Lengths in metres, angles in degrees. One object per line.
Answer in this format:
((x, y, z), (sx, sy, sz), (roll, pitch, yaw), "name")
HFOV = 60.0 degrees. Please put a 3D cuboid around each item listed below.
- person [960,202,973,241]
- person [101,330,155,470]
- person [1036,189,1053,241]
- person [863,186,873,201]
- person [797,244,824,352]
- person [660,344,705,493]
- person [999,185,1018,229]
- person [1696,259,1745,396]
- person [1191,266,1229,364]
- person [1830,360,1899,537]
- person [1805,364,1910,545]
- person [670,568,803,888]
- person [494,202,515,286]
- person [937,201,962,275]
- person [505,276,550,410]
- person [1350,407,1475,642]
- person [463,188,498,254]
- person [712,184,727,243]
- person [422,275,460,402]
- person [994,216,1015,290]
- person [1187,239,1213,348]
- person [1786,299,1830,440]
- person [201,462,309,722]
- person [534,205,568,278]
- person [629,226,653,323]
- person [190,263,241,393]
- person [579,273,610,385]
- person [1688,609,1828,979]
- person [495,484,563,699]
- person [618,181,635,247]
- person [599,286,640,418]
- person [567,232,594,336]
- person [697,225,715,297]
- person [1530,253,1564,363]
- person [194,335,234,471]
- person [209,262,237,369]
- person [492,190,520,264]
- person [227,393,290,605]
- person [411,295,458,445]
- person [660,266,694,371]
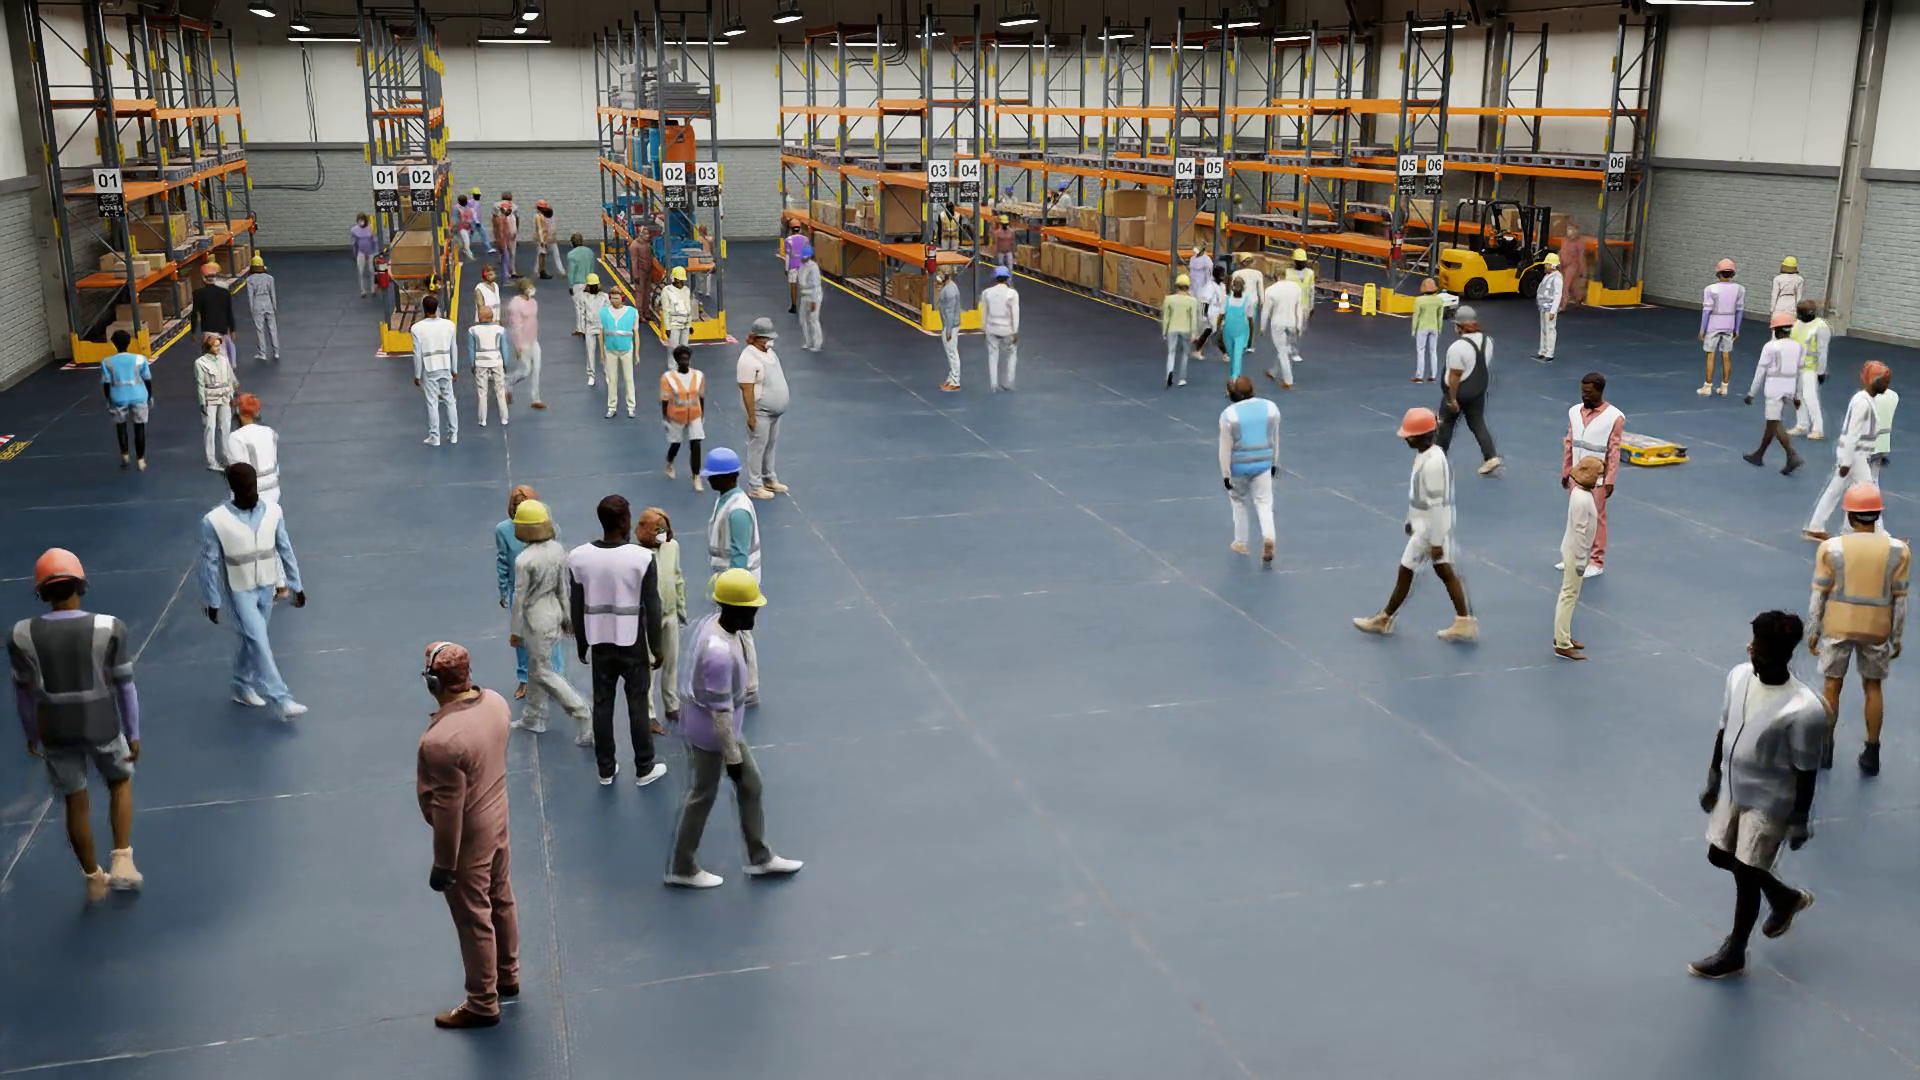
((0.094, -9.731, 49.840), (0.801, 1.885, 0.576), (-8, 17, -27), "person")
((-9.967, -1.688, 19.966), (0.545, 1.677, 0.557), (-7, 16, -23), "person")
((2.715, -10.089, 51.724), (0.777, 1.597, 0.527), (-11, 19, -36), "person")
((-2.716, -9.531, 49.174), (0.366, 1.853, 0.491), (-10, 18, -33), "person")
((-2.625, -4.222, 29.084), (0.564, 1.900, 0.630), (-10, 18, -34), "person")
((-3.170, -1.412, 18.961), (0.538, 1.677, 0.722), (-7, 17, -26), "person")
((1.448, -9.356, 48.428), (0.653, 1.889, 0.991), (-8, 17, -27), "person")
((11.340, -3.168, 24.855), (0.615, 2.039, 0.386), (-1, 15, -3), "person")
((4.286, -3.796, 27.980), (0.886, 1.645, 0.605), (10, 18, 33), "person")
((9.022, -0.865, 16.564), (0.566, 1.846, 0.389), (-6, 16, -22), "person")
((8.929, -0.819, 16.407), (0.939, 1.833, 0.579), (8, 17, 27), "person")
((-1.257, 1.061, 9.236), (0.860, 1.880, 0.600), (0, 15, -1), "person")
((-10.834, -7.025, 39.547), (0.453, 1.971, 0.665), (-3, 15, -12), "person")
((-0.254, -7.617, 41.981), (0.633, 1.842, 0.429), (-1, 15, -5), "person")
((-6.252, -2.795, 23.708), (0.652, 1.919, 0.640), (5, 16, 18), "person")
((3.768, -0.116, 13.521), (1.019, 1.972, 0.708), (4, 15, 16), "person")
((-13.818, -9.113, 47.557), (1.007, 1.872, 0.594), (3, 15, 11), "person")
((-7.426, -10.050, 51.170), (0.403, 1.825, 0.586), (-10, 18, -32), "person")
((-7.667, -2.969, 24.481), (0.428, 1.854, 0.508), (-4, 15, -16), "person")
((1.043, -6.600, 38.357), (0.545, 1.723, 0.861), (-3, 15, -12), "person")
((4.252, -4.401, 29.692), (0.364, 1.939, 0.636), (-7, 16, -25), "person")
((11.125, -2.249, 21.863), (0.432, 1.808, 0.732), (-2, 15, -8), "person")
((-5.010, 0.362, 11.900), (0.987, 1.863, 0.618), (9, 18, 32), "person")
((-10.213, -7.384, 41.229), (1.004, 1.786, 0.635), (7, 16, 25), "person")
((-6.294, -5.279, 33.091), (0.400, 1.892, 0.659), (5, 16, 19), "person")
((-11.220, -3.186, 25.105), (0.982, 1.958, 0.615), (8, 17, 28), "person")
((-5.646, -3.269, 25.825), (0.485, 1.736, 0.322), (-4, 15, -14), "person")
((4.065, 1.263, 8.357), (0.659, 1.950, 0.620), (-3, 15, -13), "person")
((-3.164, 0.382, 12.296), (0.500, 1.628, 0.279), (1, 15, 3), "person")
((-9.936, -9.738, 49.702), (0.644, 1.968, 0.530), (-14, 20, -43), "person")
((-4.738, -2.617, 23.175), (0.563, 1.838, 0.389), (0, 15, -2), "person")
((-7.092, -4.783, 31.152), (0.364, 1.933, 0.630), (10, 18, 34), "person")
((-5.775, -6.302, 37.509), (0.532, 1.586, 0.882), (-5, 16, -17), "person")
((9.923, -3.915, 28.066), (0.404, 1.832, 0.597), (0, 15, 0), "person")
((-8.904, -1.644, 19.912), (0.313, 1.634, 0.514), (6, 16, 22), "person")
((-12.109, -3.647, 27.181), (0.305, 1.772, 0.525), (3, 15, 13), "person")
((-12.082, -8.354, 44.373), (0.741, 2.000, 0.670), (-1, 15, -3), "person")
((-6.164, -0.349, 14.615), (0.356, 1.864, 0.644), (4, 15, 13), "person")
((-6.726, -2.174, 21.354), (0.593, 1.920, 0.391), (-13, 19, -40), "person")
((-4.390, -3.360, 25.999), (0.403, 1.822, 0.589), (10, 18, 33), "person")
